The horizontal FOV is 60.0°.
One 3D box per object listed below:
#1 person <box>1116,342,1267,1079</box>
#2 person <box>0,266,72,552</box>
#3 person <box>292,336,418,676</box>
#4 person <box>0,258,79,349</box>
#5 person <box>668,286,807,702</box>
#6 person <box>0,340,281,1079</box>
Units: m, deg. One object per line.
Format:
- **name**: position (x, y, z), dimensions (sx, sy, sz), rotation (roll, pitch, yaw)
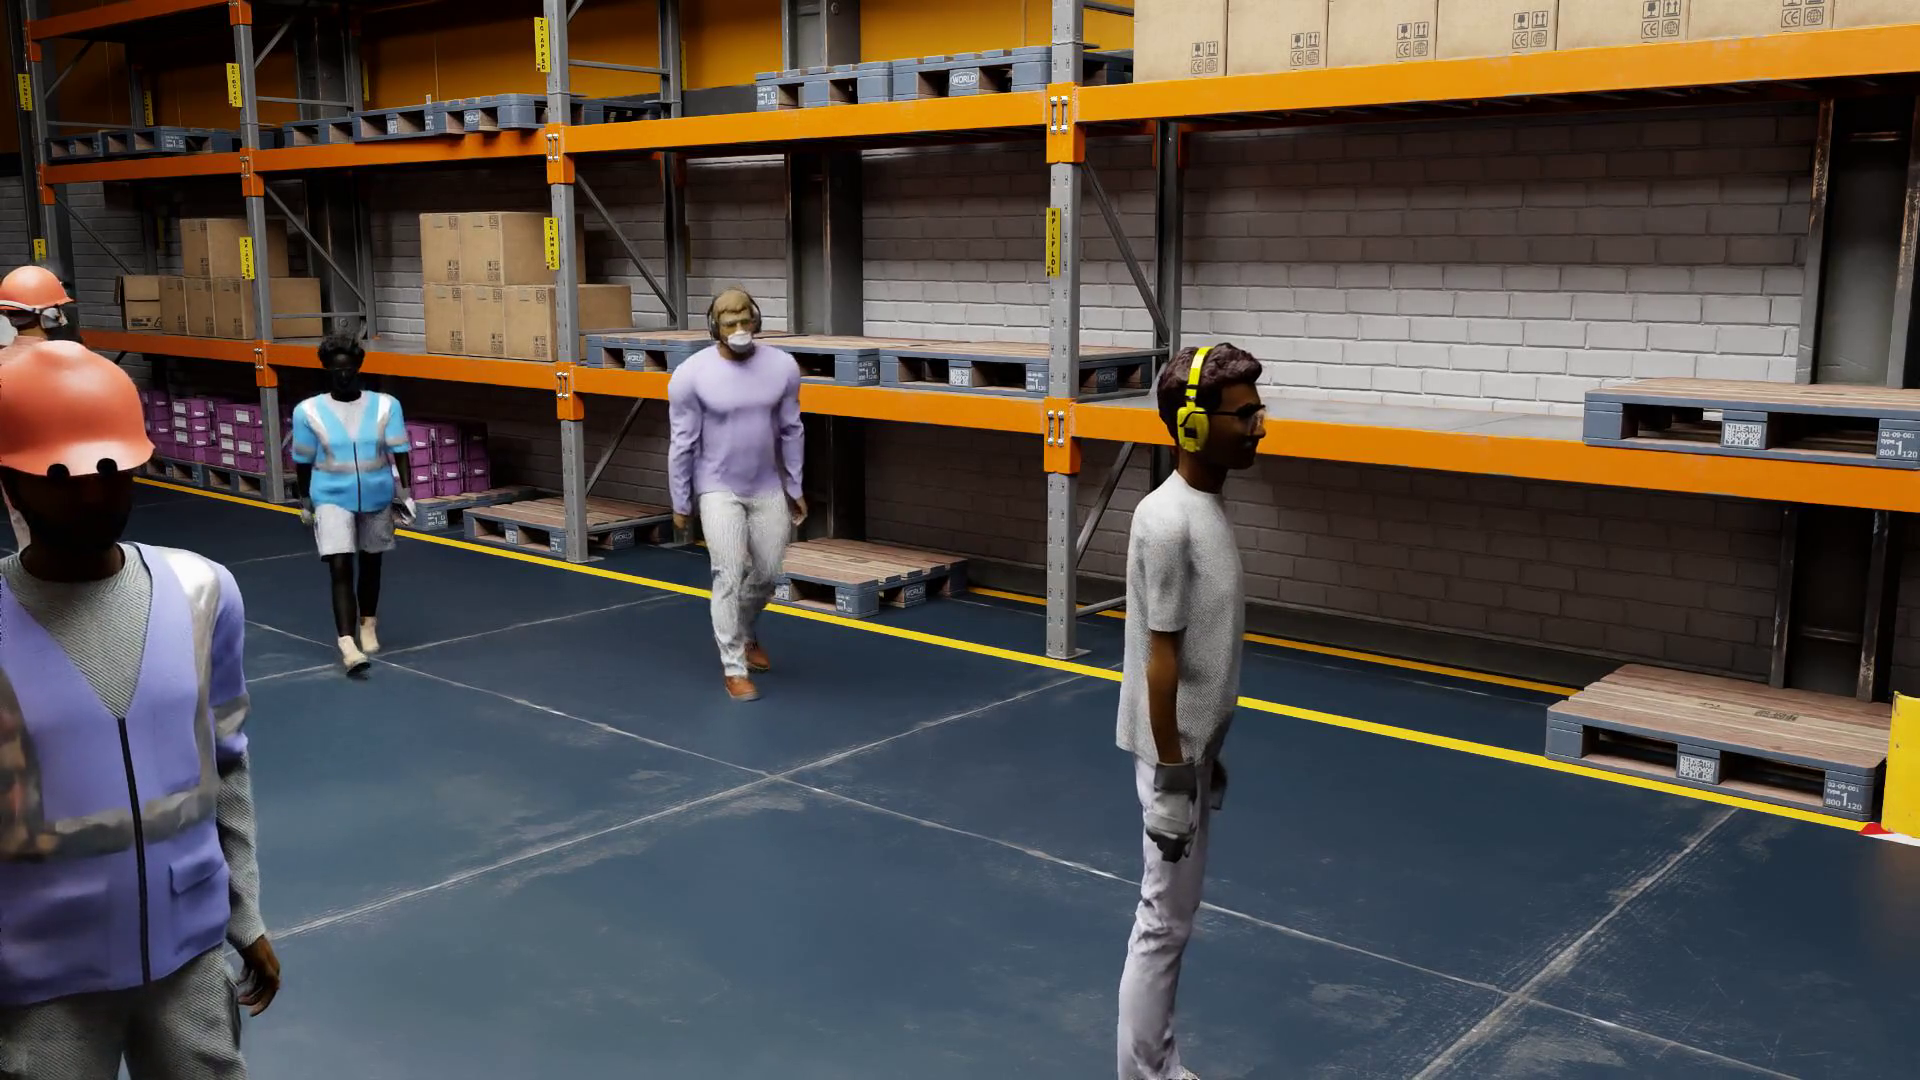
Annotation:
- **person**: position (0.526, 0.490, 3.780), dimensions (0.329, 1.871, 0.513), rotation (3, 10, 16)
- **person**: position (-3.991, -0.193, 7.302), dimensions (0.622, 1.997, 0.371), rotation (6, 12, 33)
- **person**: position (-2.985, -0.183, 8.228), dimensions (0.542, 1.643, 0.864), rotation (-6, 11, -30)
- **person**: position (-6.812, -1.120, 12.457), dimensions (0.539, 2.000, 0.704), rotation (2, 10, 10)
- **person**: position (-1.066, -0.223, 7.745), dimensions (0.650, 1.910, 0.661), rotation (-6, 11, -29)
- **person**: position (-1.358, 0.652, 2.665), dimensions (0.372, 1.934, 0.551), rotation (8, 13, 39)
